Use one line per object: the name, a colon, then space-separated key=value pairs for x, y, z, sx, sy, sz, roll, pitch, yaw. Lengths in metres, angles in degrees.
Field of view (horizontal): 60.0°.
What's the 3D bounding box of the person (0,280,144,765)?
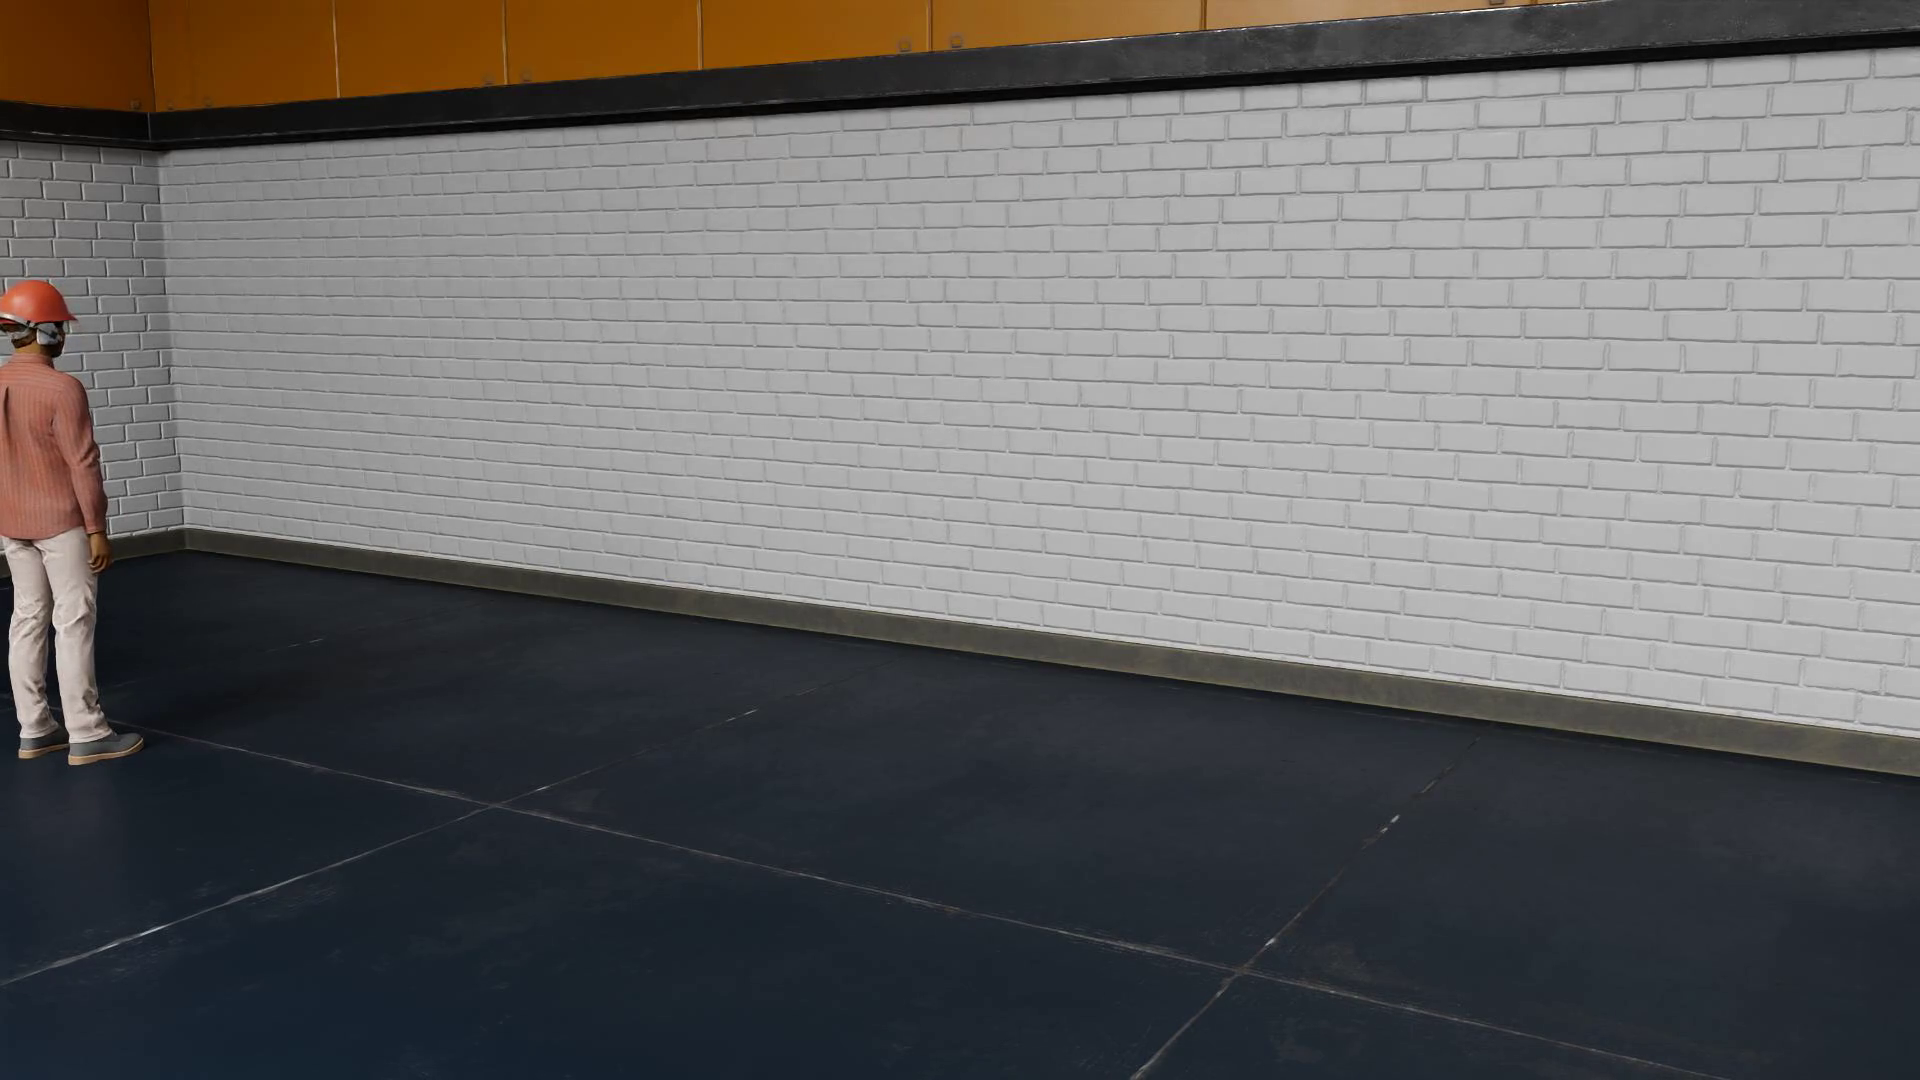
person: x=-3.750 y=-0.066 z=6.869 sx=0.612 sy=1.997 sz=0.375 roll=4 pitch=10 yaw=22
